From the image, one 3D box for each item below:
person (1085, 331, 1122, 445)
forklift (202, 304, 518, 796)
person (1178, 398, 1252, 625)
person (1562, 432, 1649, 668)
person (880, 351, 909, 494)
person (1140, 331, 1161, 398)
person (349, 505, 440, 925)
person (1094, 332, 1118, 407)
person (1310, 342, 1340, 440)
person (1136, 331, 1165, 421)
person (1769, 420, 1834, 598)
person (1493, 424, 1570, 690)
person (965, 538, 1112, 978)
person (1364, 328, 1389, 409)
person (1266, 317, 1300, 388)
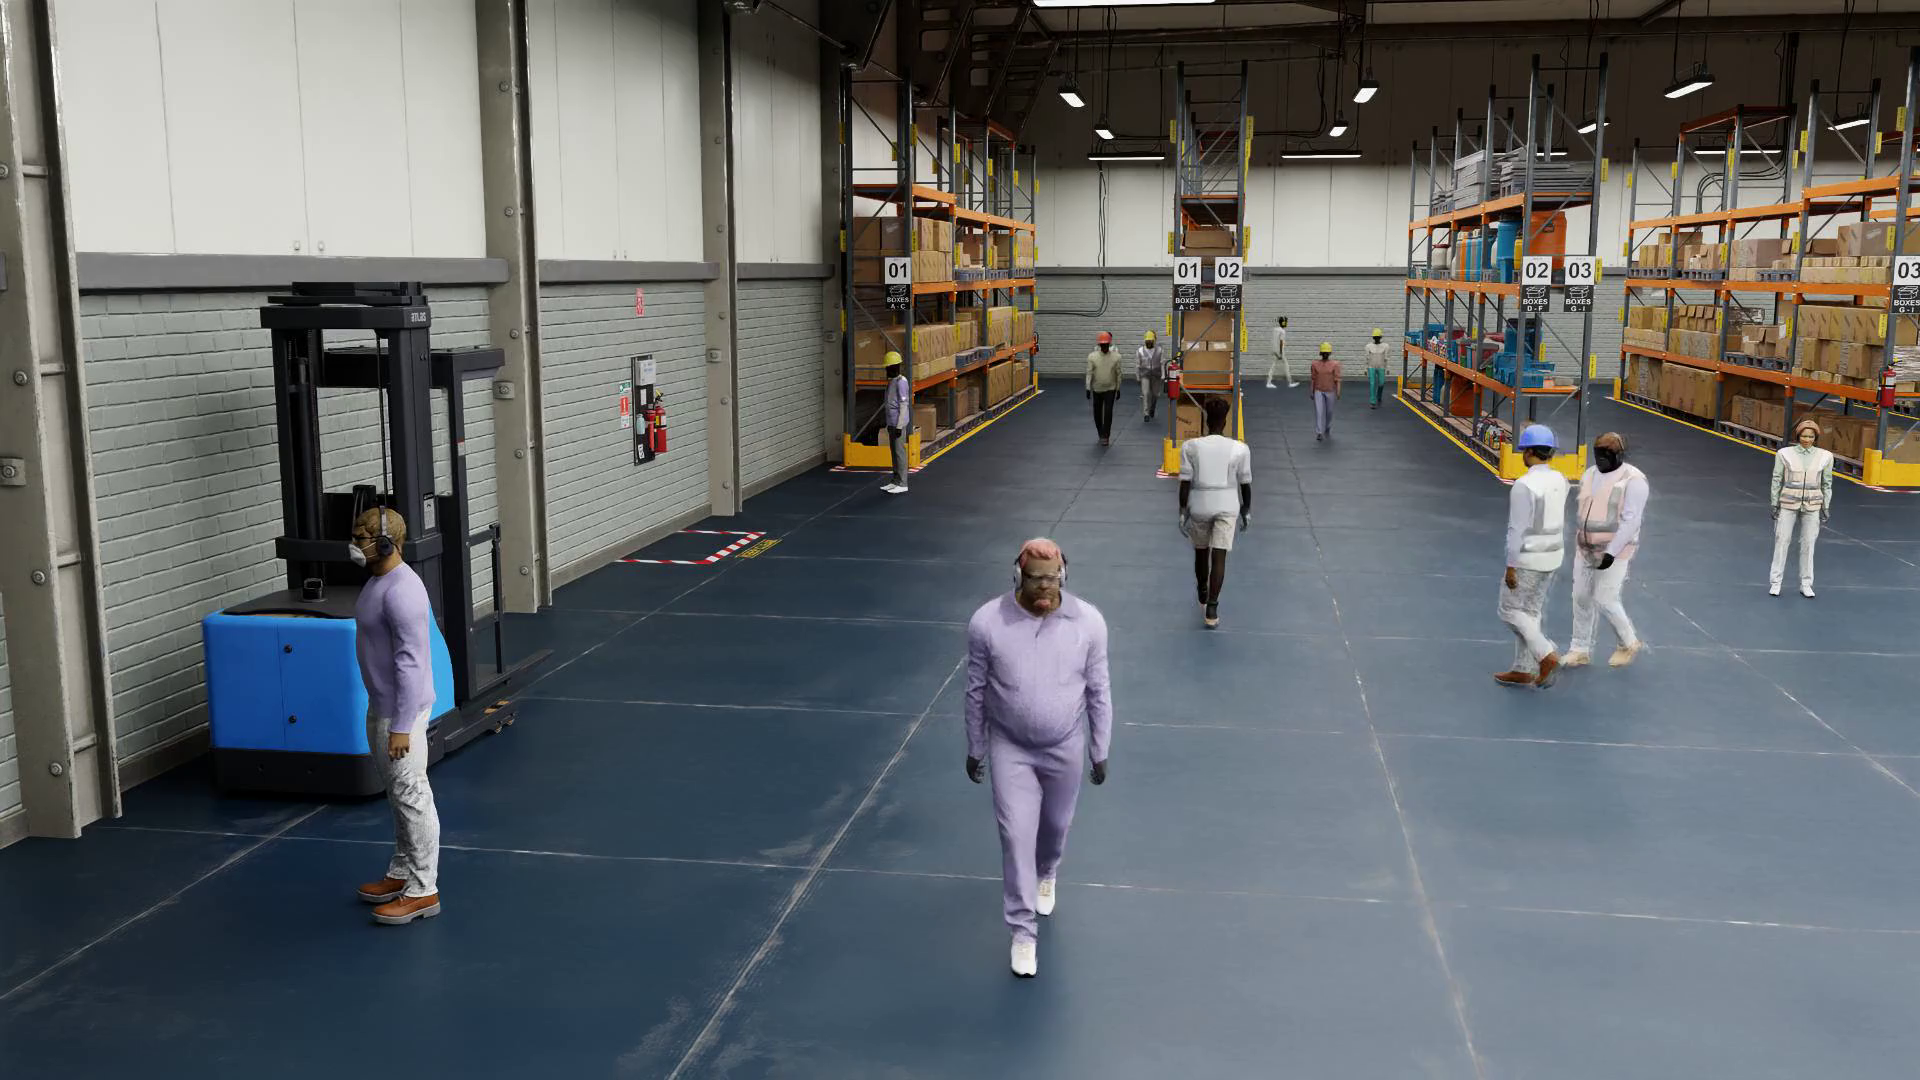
[{"bbox_3d":[2.513,-2.673,29.086,0.631,1.967,0.827,1,9,5],"label":"person"},{"bbox_3d":[-3.673,-0.038,10.147,1.129,2.768,1.873,1,9,9],"label":"forklift"},{"bbox_3d":[2.219,-0.273,14.420,0.622,1.910,1.004,2,9,12],"label":"person"},{"bbox_3d":[4.868,0.086,12.515,0.532,1.817,0.638,-4,10,-23],"label":"person"},{"bbox_3d":[-0.881,-1.602,22.601,0.369,1.925,0.586,-3,10,-17],"label":"person"},{"bbox_3d":[4.559,-4.182,39.540,0.500,1.592,0.832,5,10,28],"label":"person"},{"bbox_3d":[-2.639,0.799,7.752,0.373,1.940,0.628,-5,10,-28],"label":"person"},{"bbox_3d":[3.193,-3.708,36.337,0.548,1.677,0.504,1,9,5],"label":"person"},{"bbox_3d":[6.559,-2.689,29.874,0.533,1.735,0.801,3,10,15],"label":"person"},{"bbox_3d":[3.841,-3.325,33.576,0.591,1.811,0.762,0,9,2],"label":"person"},{"bbox_3d":[7.778,-0.292,15.403,0.511,1.640,0.309,3,10,17],"label":"person"},{"bbox_3d":[4.136,0.140,11.879,0.618,1.920,0.542,-7,12,-38],"label":"person"},{"bbox_3d":[0.347,0.889,7.460,0.648,1.864,0.955,-1,9,-4],"label":"person"},{"bbox_3d":[9.133,-3.767,36.475,0.544,1.750,0.414,2,9,13],"label":"person"},{"bbox_3d":[8.296,-4.817,42.754,0.940,1.827,0.541,-3,10,-17],"label":"person"}]
